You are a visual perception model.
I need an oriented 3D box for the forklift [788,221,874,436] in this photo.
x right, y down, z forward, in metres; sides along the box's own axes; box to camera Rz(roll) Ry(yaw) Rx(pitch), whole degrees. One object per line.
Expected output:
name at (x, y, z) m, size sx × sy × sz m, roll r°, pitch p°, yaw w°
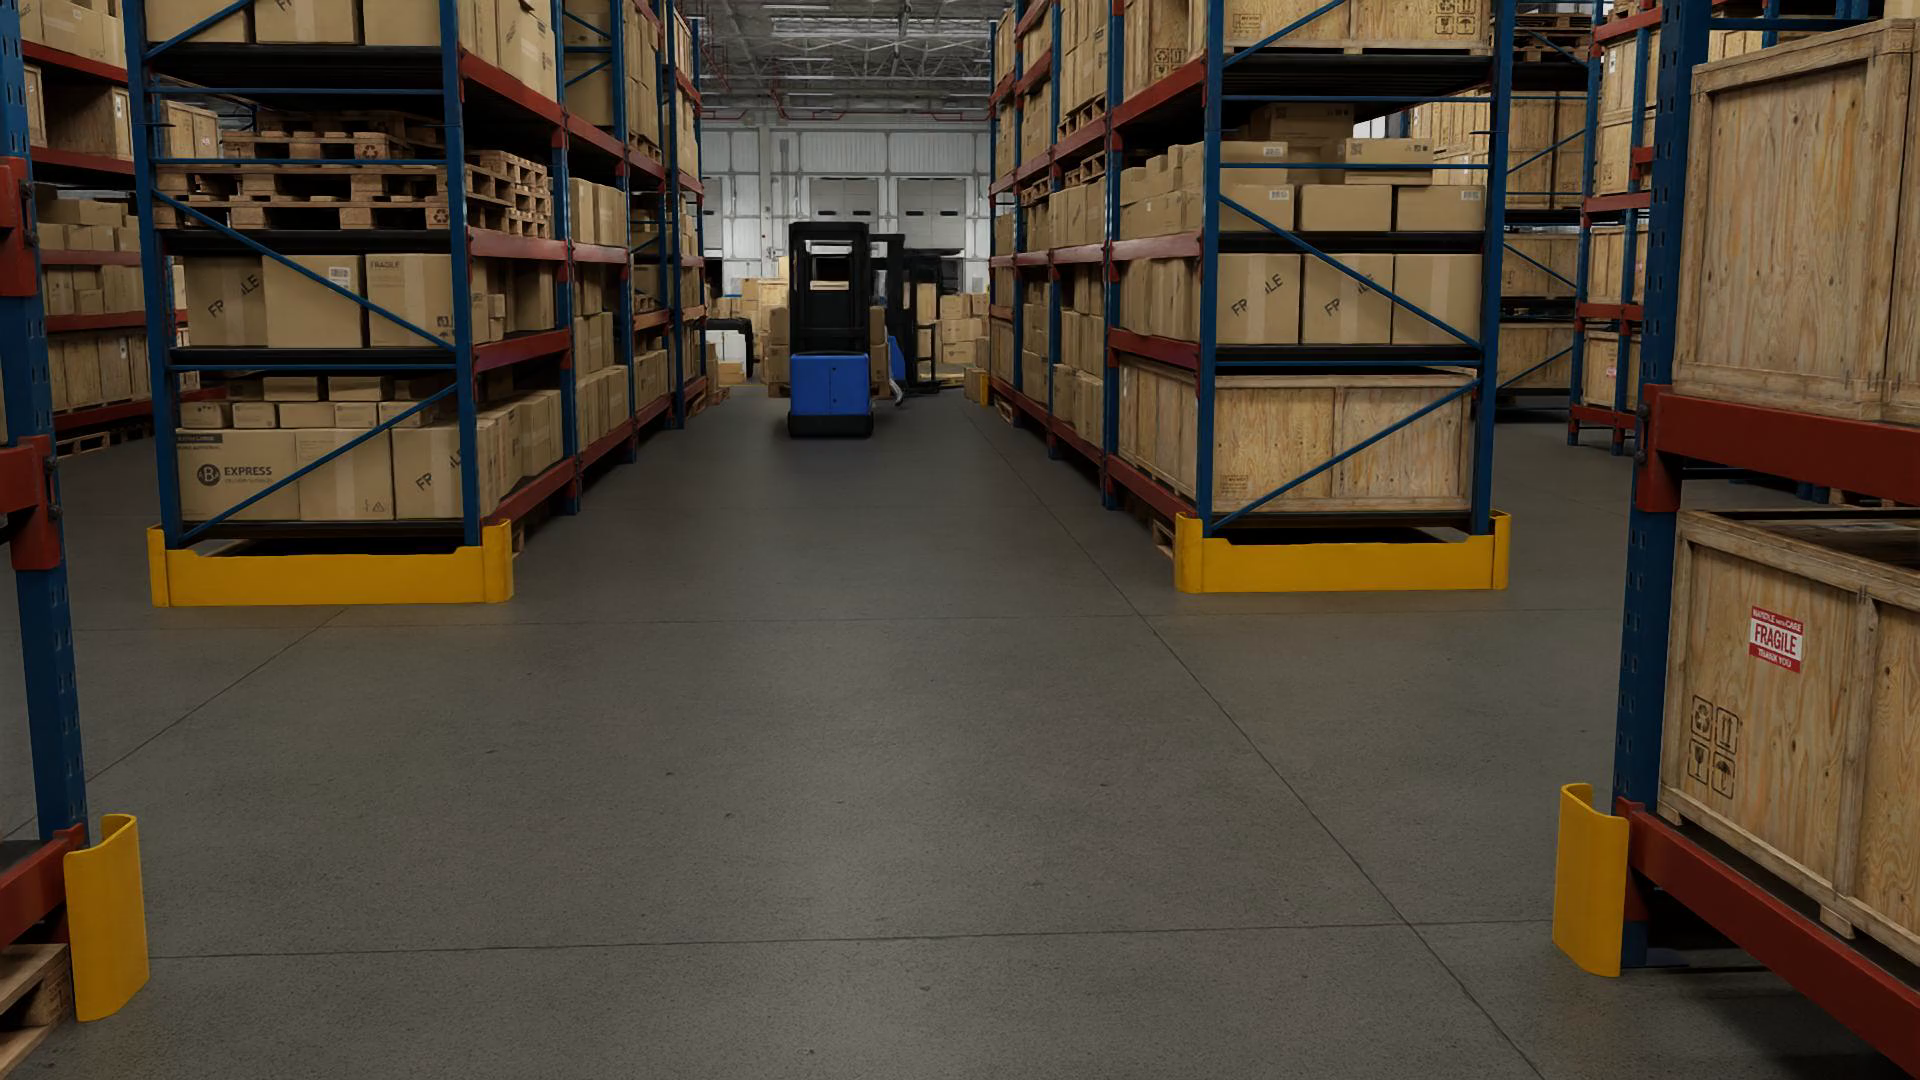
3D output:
forklift at (-1.736, -2.843, 22.183) m, size 1.129 × 2.768 × 1.873 m, roll -1°, pitch 9°, yaw -4°

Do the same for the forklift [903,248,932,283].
forklift at (-1.126, -6.429, 44.700) m, size 1.873 × 2.768 × 1.129 m, roll 6°, pitch 11°, yaw 33°

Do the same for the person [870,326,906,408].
person at (-1.204, -2.869, 26.383) m, size 0.739 × 1.600 × 0.521 m, roll 8°, pitch 12°, yaw 40°

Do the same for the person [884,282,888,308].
person at (-2.182, -7.019, 51.370) m, size 0.372 × 1.934 × 0.627 m, roll -6°, pitch 11°, yaw -32°

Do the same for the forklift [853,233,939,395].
forklift at (-1.403, -3.890, 28.755) m, size 1.129 × 2.768 × 1.873 m, roll 8°, pitch 12°, yaw 40°
